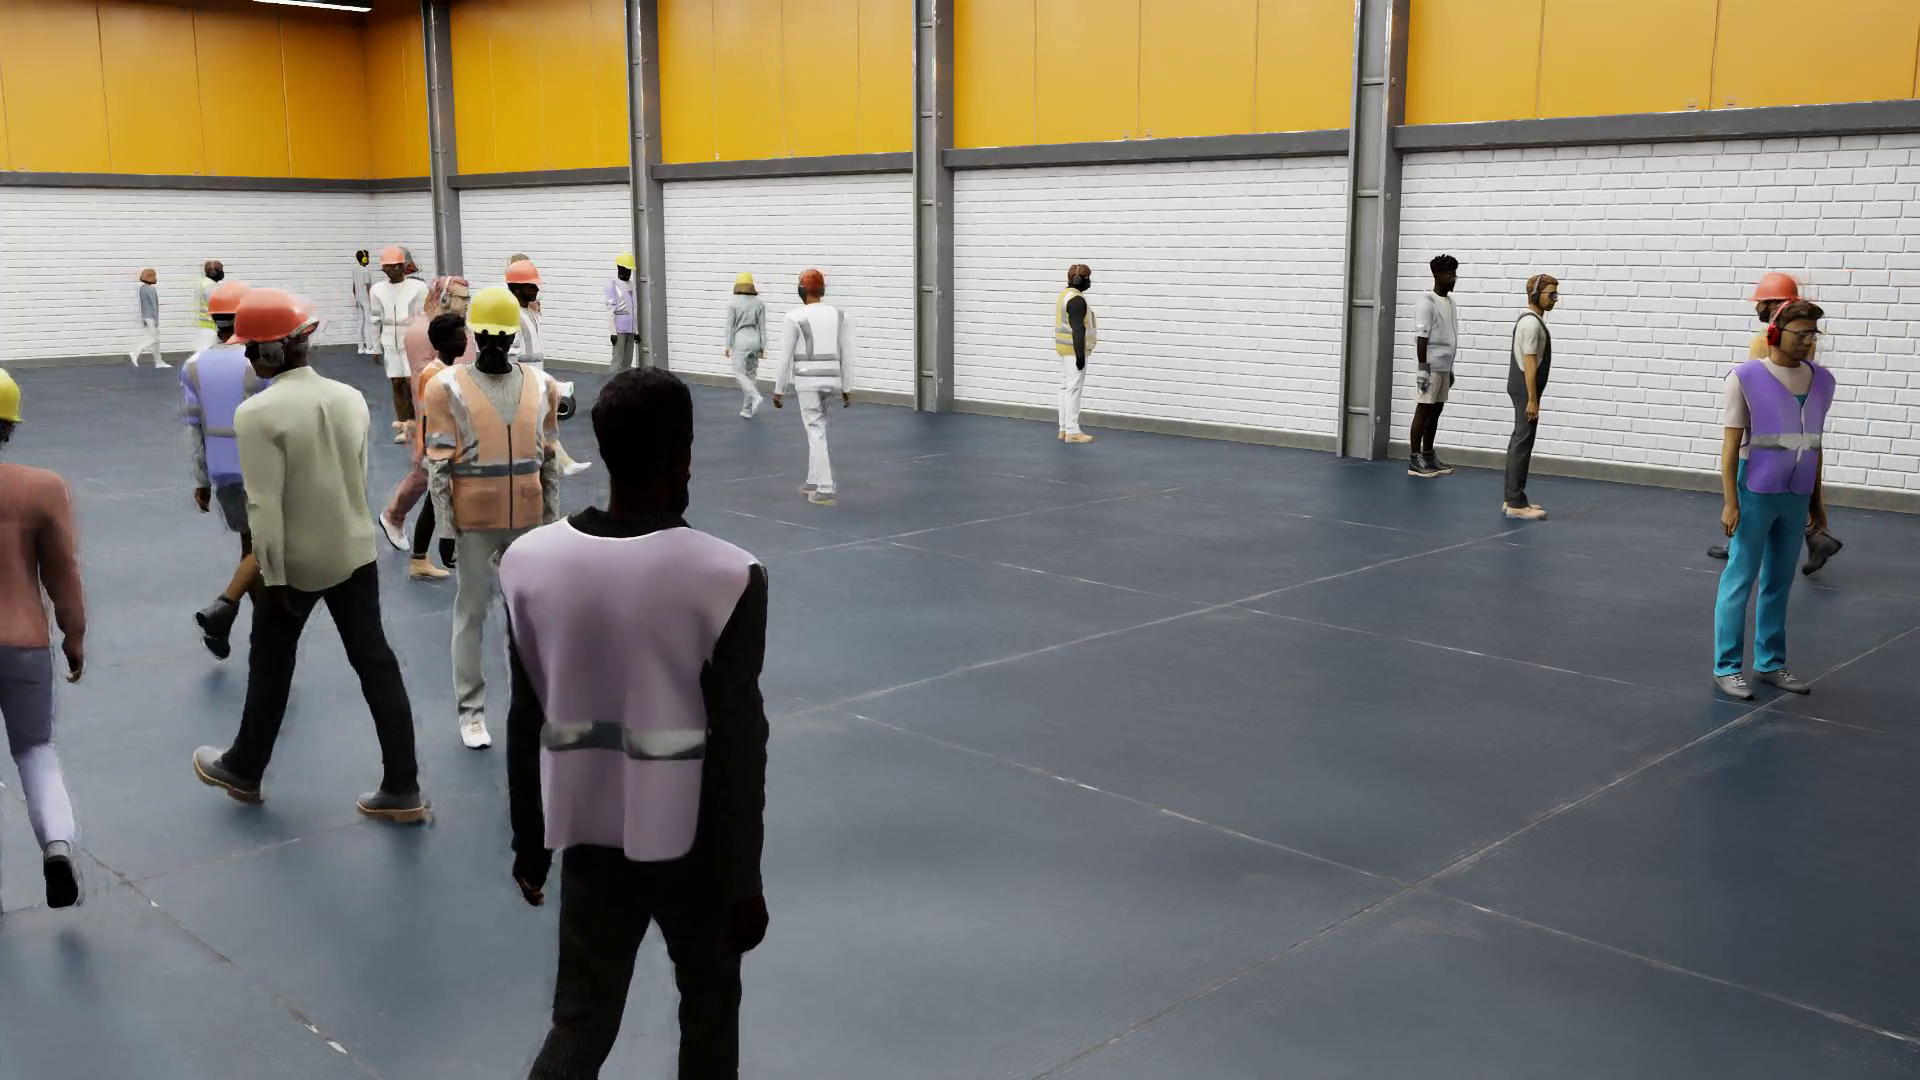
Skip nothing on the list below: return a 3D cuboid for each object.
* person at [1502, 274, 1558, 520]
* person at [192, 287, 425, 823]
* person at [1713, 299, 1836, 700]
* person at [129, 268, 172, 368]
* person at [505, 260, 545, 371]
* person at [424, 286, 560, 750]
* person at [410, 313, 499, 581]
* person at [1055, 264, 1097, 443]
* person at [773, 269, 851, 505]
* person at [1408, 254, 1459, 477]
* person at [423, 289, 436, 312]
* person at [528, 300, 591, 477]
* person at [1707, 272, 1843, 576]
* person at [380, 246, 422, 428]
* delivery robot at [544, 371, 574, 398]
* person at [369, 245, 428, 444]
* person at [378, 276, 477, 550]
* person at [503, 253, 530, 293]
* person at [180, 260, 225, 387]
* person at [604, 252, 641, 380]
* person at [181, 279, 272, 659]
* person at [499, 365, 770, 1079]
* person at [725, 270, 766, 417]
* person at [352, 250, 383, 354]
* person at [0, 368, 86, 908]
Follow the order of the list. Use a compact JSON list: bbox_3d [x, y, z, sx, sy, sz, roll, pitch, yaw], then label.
[{"bbox_3d":[4.315,-1.082,12.586,0.339,1.842,0.507,3,11,15],"label":"person"},{"bbox_3d":[-2.401,0.064,6.054,1.000,1.931,0.628,6,12,28],"label":"person"},{"bbox_3d":[3.766,-0.191,7.728,0.566,1.842,0.389,-3,11,-17],"label":"person"},{"bbox_3d":[-12.999,-3.535,26.592,0.506,1.616,0.630,10,14,43],"label":"person"},{"bbox_3d":[-3.377,-1.199,12.963,0.354,1.939,0.544,0,10,1],"label":"person"},{"bbox_3d":[-1.932,-0.098,7.003,0.588,1.923,0.383,-8,13,-39],"label":"person"},{"bbox_3d":[-3.030,-0.550,10.171,0.846,1.649,0.557,0,10,-1],"label":"person"},{"bbox_3d":[1.206,-1.935,17.247,0.429,1.840,0.630,-1,10,-7],"label":"person"},{"bbox_3d":[-1.226,-1.226,13.312,0.603,1.857,0.766,-9,13,-39],"label":"person"},{"bbox_3d":[4.236,-1.551,14.804,0.364,1.964,0.611,9,14,40],"label":"person"},{"bbox_3d":[-4.905,-1.560,15.755,0.281,1.636,0.500,1,10,6],"label":"person"},{"bbox_3d":[-3.678,-1.298,14.449,0.856,1.590,0.500,0,10,-1],"label":"person"},{"bbox_3d":[5.235,-0.736,10.545,0.555,1.909,0.898,-6,12,-31],"label":"person"},{"bbox_3d":[-6.129,-2.253,18.429,0.582,2.000,0.679,-3,11,-17],"label":"person"},{"bbox_3d":[-4.867,-1.728,19.367,0.707,0.478,0.477,-2,11,-11],"label":"delivery robot"},{"bbox_3d":[-5.734,-2.005,17.104,0.640,2.031,0.483,0,10,3],"label":"person"},{"bbox_3d":[-3.502,-0.829,11.143,0.900,1.872,0.650,4,11,22],"label":"person"},{"bbox_3d":[-5.145,-2.406,19.578,0.442,1.924,0.655,-1,10,-6],"label":"person"},{"bbox_3d":[-10.292,-2.941,22.866,0.952,1.803,0.644,-4,11,-20],"label":"person"},{"bbox_3d":[-4.207,-2.640,20.879,0.381,1.917,0.586,4,11,21],"label":"person"},{"bbox_3d":[-3.657,-0.352,8.418,0.552,1.919,0.806,2,11,13],"label":"person"},{"bbox_3d":[-0.676,0.601,3.321,0.601,1.887,0.905,3,11,18],"label":"person"},{"bbox_3d":[-2.451,-2.263,19.327,0.490,1.727,0.614,-7,13,-34],"label":"person"},{"bbox_3d":[-10.719,-4.285,29.971,0.519,1.874,0.326,8,13,37],"label":"person"},{"bbox_3d":[-2.975,0.337,5.110,0.546,1.734,0.526,-9,14,-41],"label":"person"}]
